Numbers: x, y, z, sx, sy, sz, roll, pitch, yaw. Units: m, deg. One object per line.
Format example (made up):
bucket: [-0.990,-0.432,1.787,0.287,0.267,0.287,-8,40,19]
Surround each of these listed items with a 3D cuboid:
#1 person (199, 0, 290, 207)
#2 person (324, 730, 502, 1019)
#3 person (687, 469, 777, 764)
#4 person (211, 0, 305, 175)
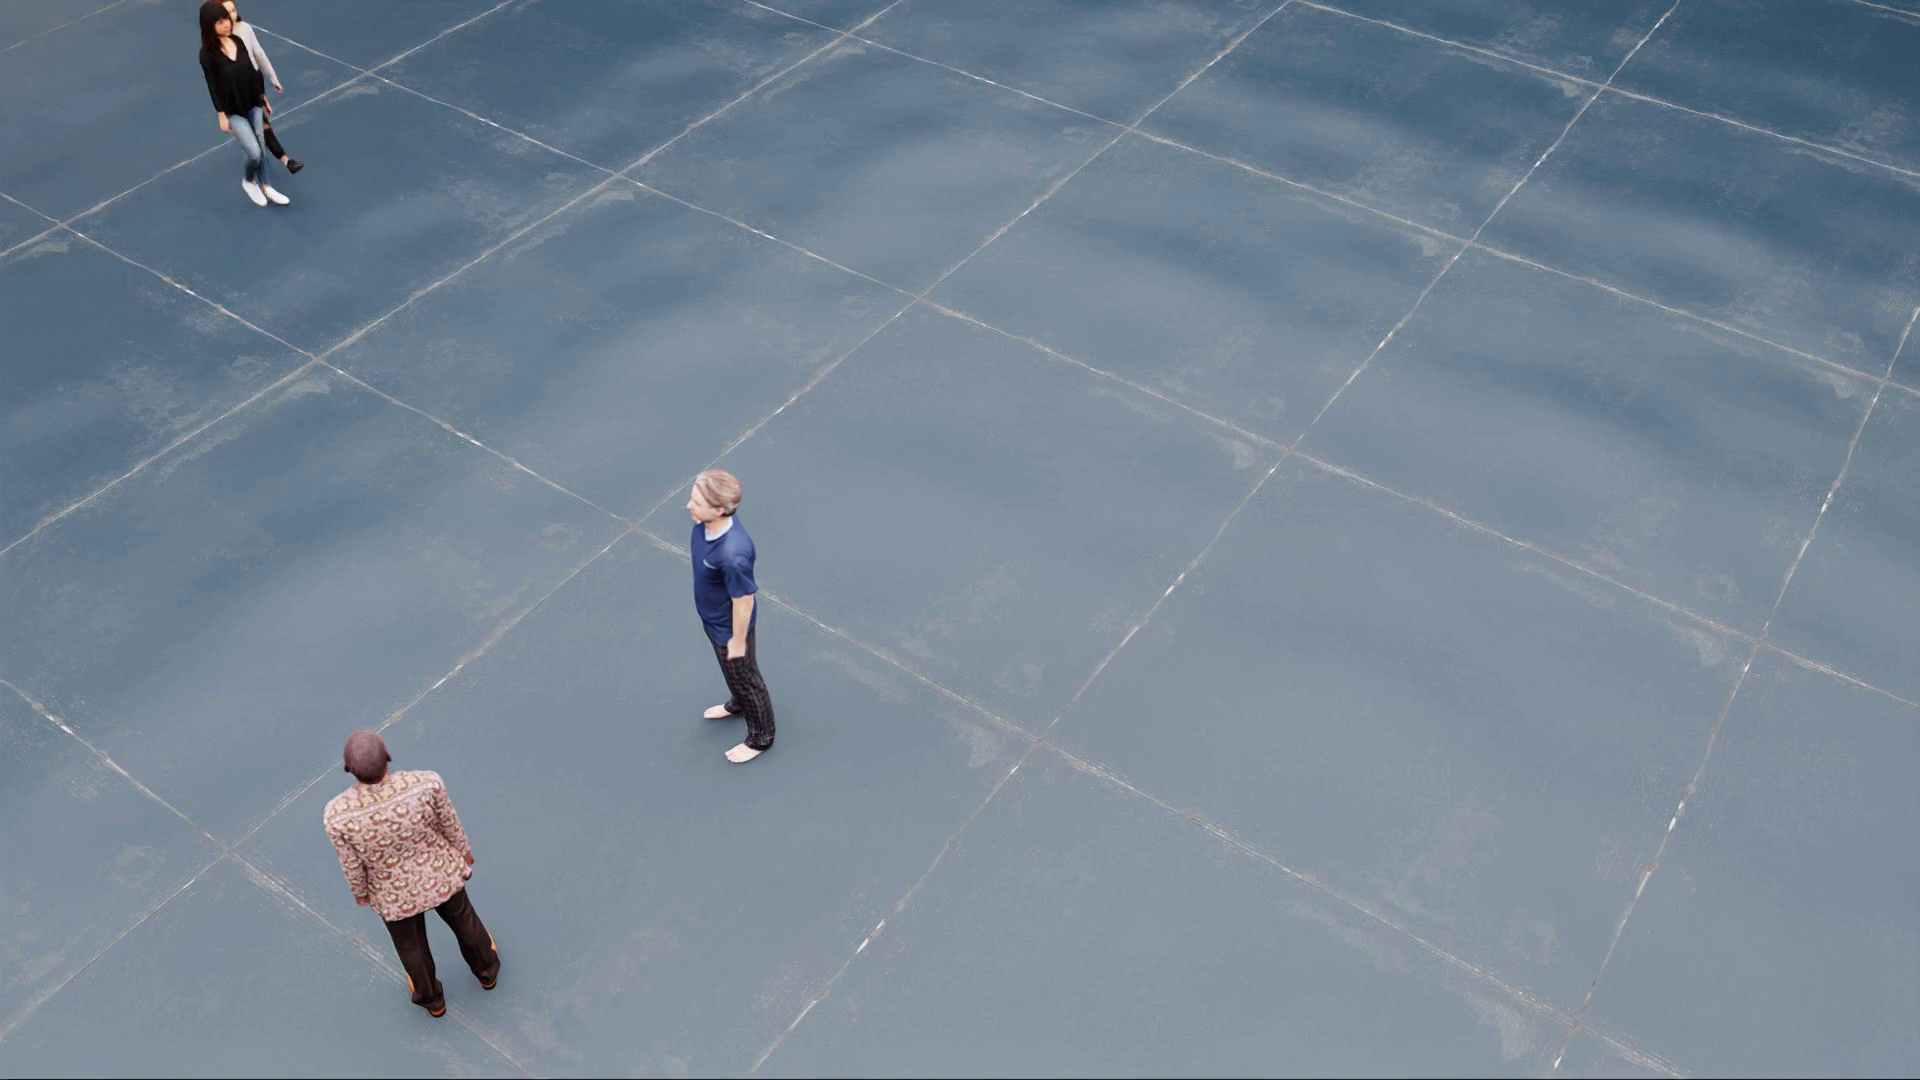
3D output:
person: [-5.479,-3.279,12.526,0.621,1.642,0.624,19,46,19]
person: [-2.404,1.472,7.316,0.766,1.808,0.751,-21,47,-21]
person: [-1.174,0.374,8.446,0.798,1.871,0.670,-18,46,-18]
person: [-5.608,-3.557,12.970,0.975,1.442,0.562,24,48,24]
